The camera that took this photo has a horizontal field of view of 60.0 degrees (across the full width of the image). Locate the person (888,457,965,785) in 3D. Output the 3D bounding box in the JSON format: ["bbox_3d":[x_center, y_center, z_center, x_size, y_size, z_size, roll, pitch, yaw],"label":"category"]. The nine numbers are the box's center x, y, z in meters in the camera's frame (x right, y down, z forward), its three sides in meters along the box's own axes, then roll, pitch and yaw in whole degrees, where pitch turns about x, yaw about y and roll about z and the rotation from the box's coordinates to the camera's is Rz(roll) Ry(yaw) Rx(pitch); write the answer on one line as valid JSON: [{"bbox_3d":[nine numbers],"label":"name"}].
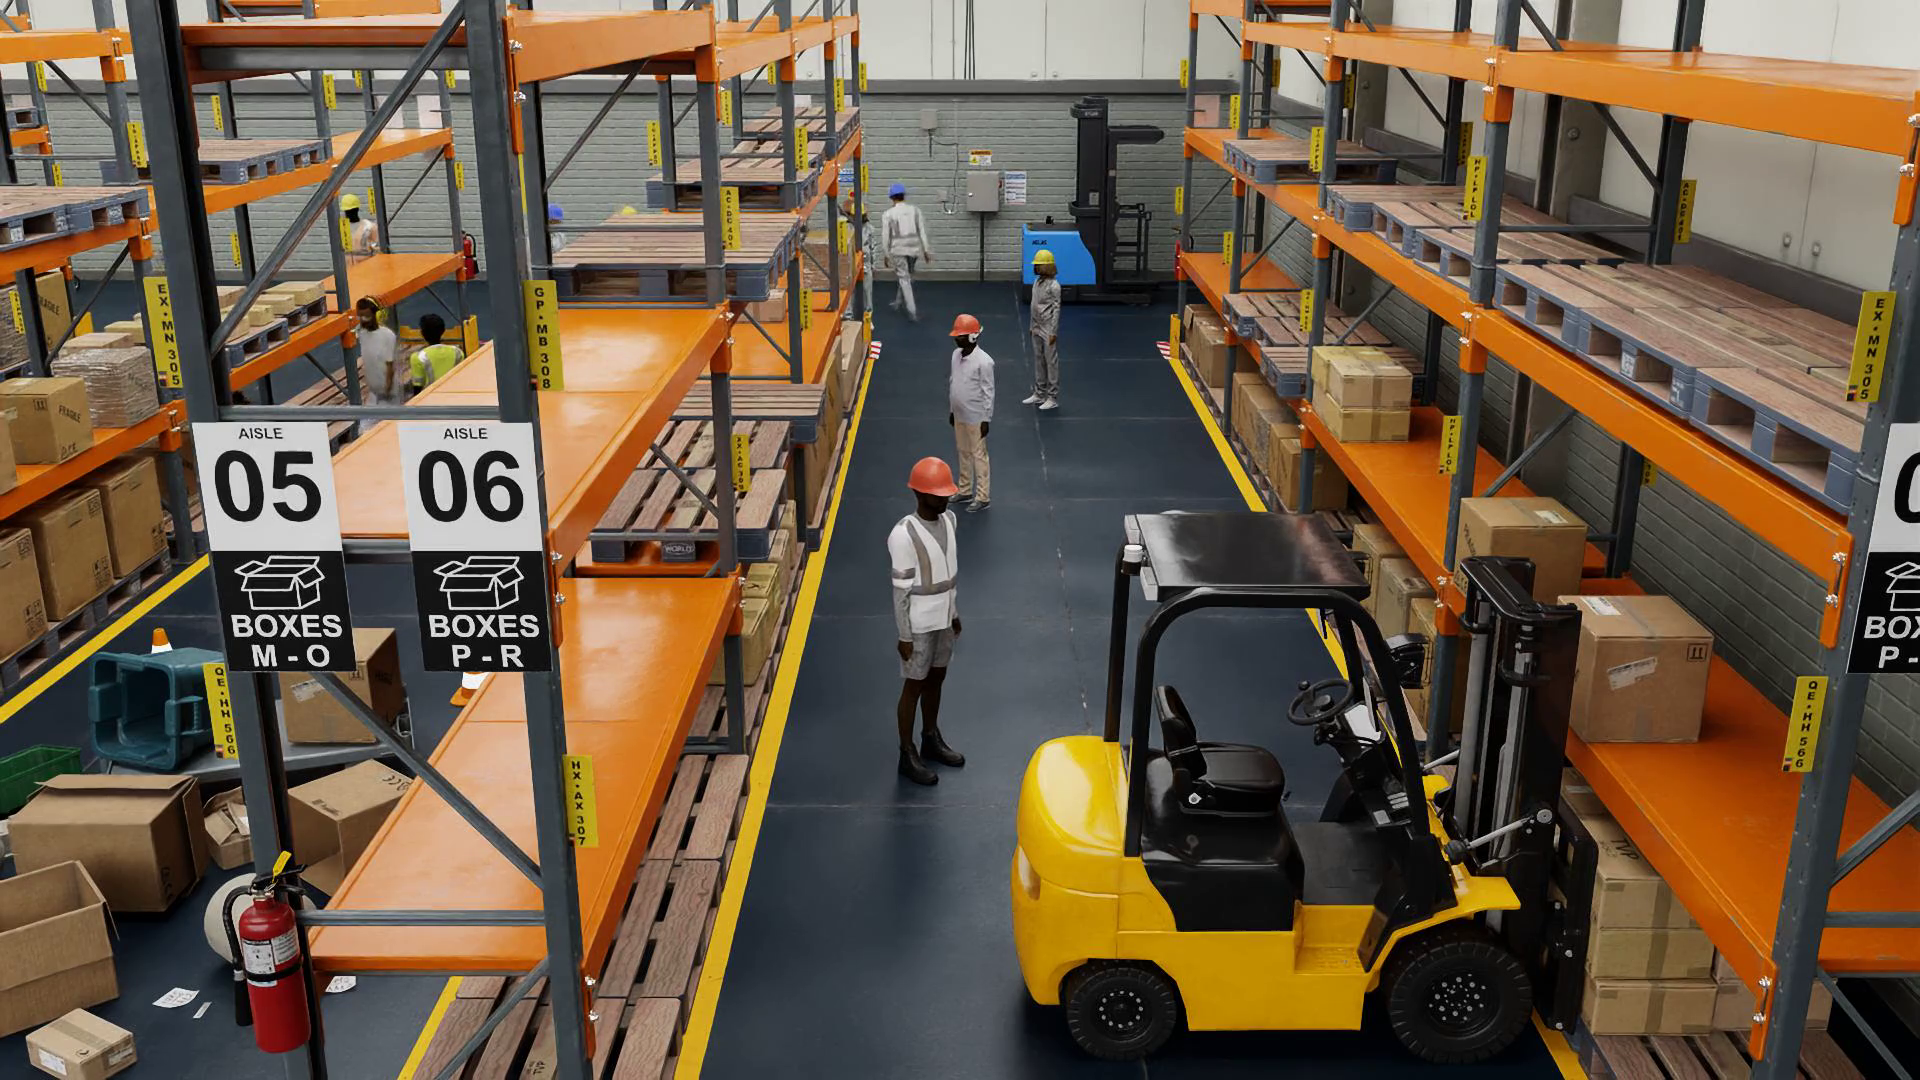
[{"bbox_3d":[-0.162,0.453,9.599,0.364,1.935,0.553,12,22,32],"label":"person"}]

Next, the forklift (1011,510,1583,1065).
[{"bbox_3d":[1.387,1.055,7.378,2.313,2.155,1.214,0,18,0],"label":"forklift"}]

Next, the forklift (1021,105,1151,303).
[{"bbox_3d":[1.857,-4.944,24.441,1.873,2.768,1.129,0,18,0],"label":"forklift"}]

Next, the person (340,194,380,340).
[{"bbox_3d":[-7.858,-3.544,21.706,0.593,1.922,0.386,3,18,8],"label":"person"}]

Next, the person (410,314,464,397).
[{"bbox_3d":[-4.662,-1.189,14.957,0.322,1.691,0.538,15,24,38],"label":"person"}]

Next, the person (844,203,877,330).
[{"bbox_3d":[-1.359,-3.693,22.455,0.486,1.736,0.320,-3,19,-9],"label":"person"}]

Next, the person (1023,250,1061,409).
[{"bbox_3d":[0.912,-2.315,18.275,0.297,1.744,0.487,-11,21,-29],"label":"person"}]

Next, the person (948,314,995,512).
[{"bbox_3d":[0.066,-1.119,14.642,0.343,1.749,0.573,-12,22,-33],"label":"person"}]

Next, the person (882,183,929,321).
[{"bbox_3d":[-0.780,-4.030,23.253,0.649,1.876,1.030,-10,21,-27],"label":"person"}]

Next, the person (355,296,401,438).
[{"bbox_3d":[-5.302,-1.274,15.000,0.484,1.831,0.828,9,20,26],"label":"person"}]
